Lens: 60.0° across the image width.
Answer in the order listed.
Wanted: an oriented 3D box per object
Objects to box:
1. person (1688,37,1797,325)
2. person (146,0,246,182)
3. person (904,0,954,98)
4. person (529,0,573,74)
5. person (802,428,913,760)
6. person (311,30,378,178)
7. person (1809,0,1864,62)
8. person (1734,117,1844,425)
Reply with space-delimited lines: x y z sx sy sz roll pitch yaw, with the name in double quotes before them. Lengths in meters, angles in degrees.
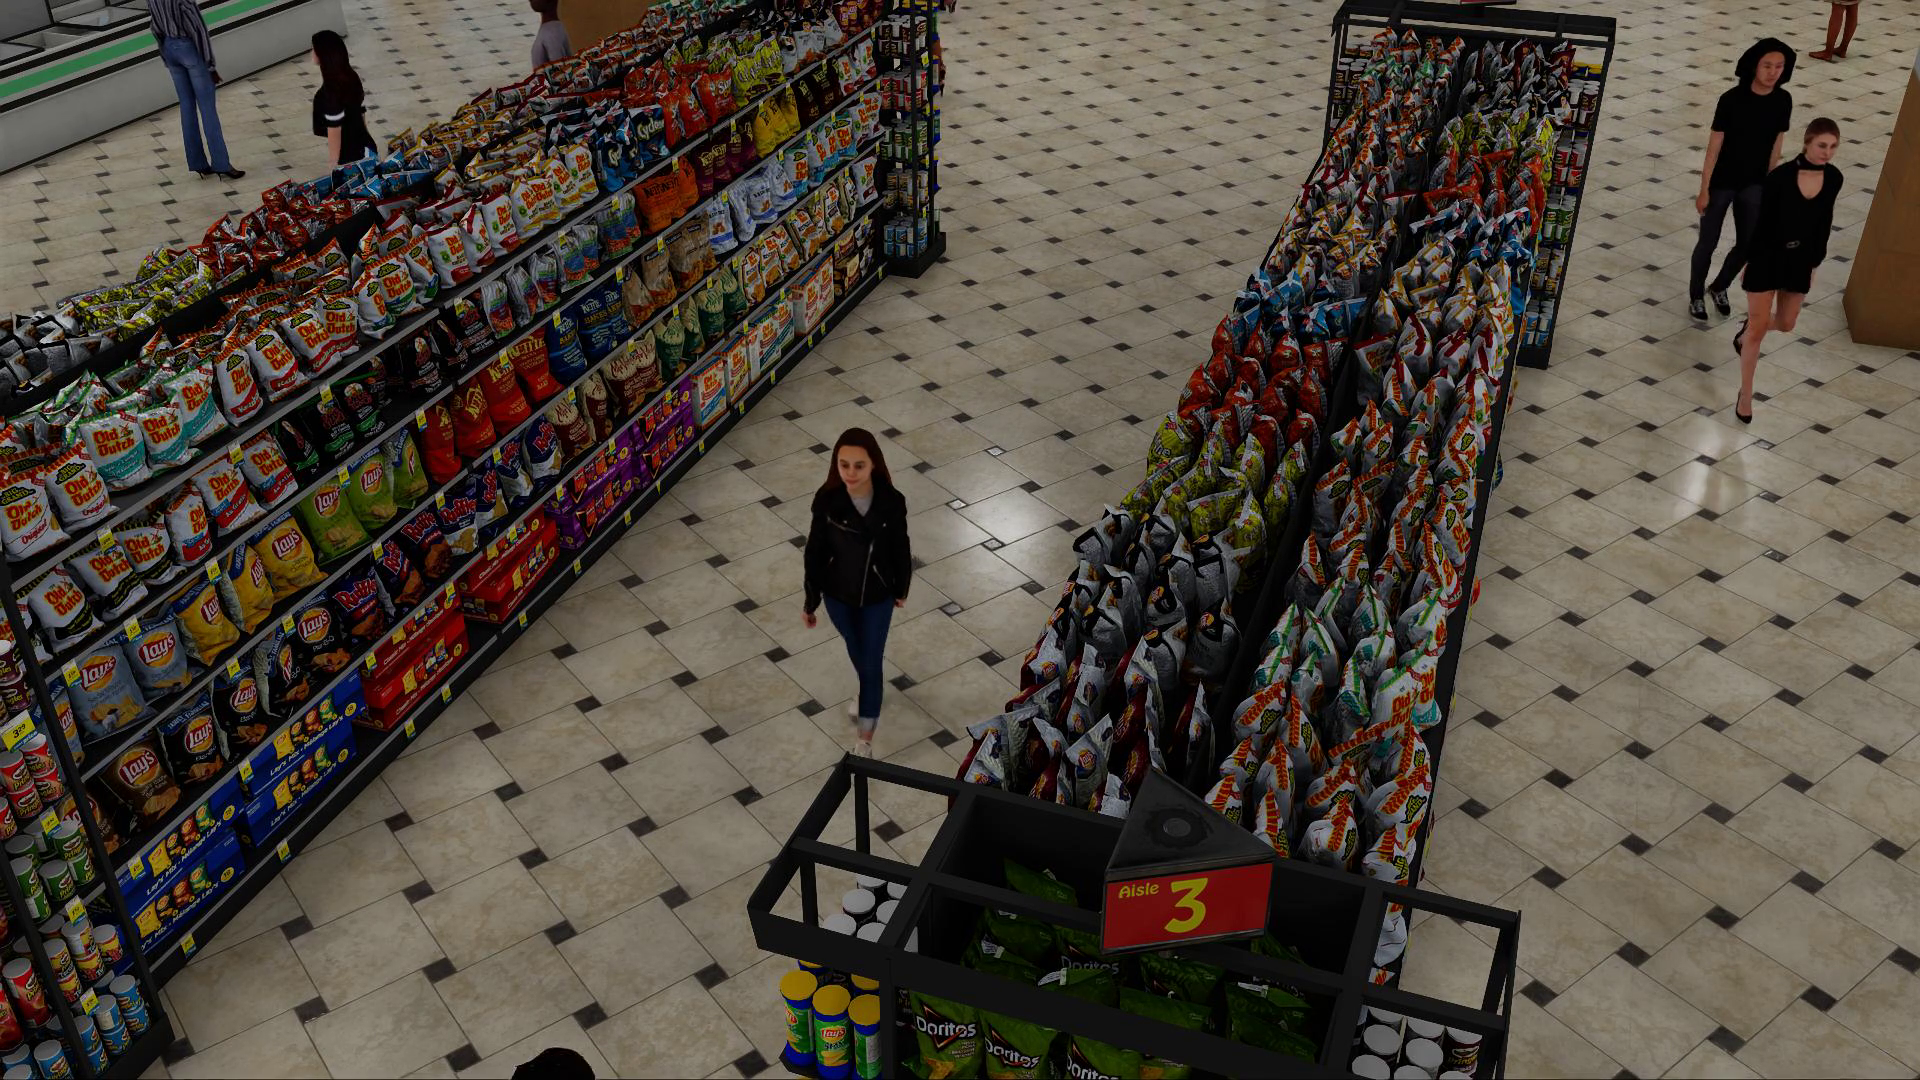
"person" 4.849 -2.276 10.461 0.689 1.824 0.681 4 32 6
"person" -5.873 -3.627 12.660 0.635 1.795 0.534 13 34 20
"person" -0.206 -4.735 14.464 0.754 1.771 0.684 27 41 36
"person" -2.834 -3.082 11.805 0.758 1.772 0.673 -10 33 -16
"person" -0.411 0.167 6.892 0.658 1.447 0.951 5 32 9
"person" -3.993 -2.567 11.120 0.849 1.623 0.927 1 32 1
"person" 8.364 -5.340 15.555 0.706 1.645 0.770 -14 35 -22
"person" 4.589 -1.544 9.361 0.737 1.743 0.993 3 32 4
